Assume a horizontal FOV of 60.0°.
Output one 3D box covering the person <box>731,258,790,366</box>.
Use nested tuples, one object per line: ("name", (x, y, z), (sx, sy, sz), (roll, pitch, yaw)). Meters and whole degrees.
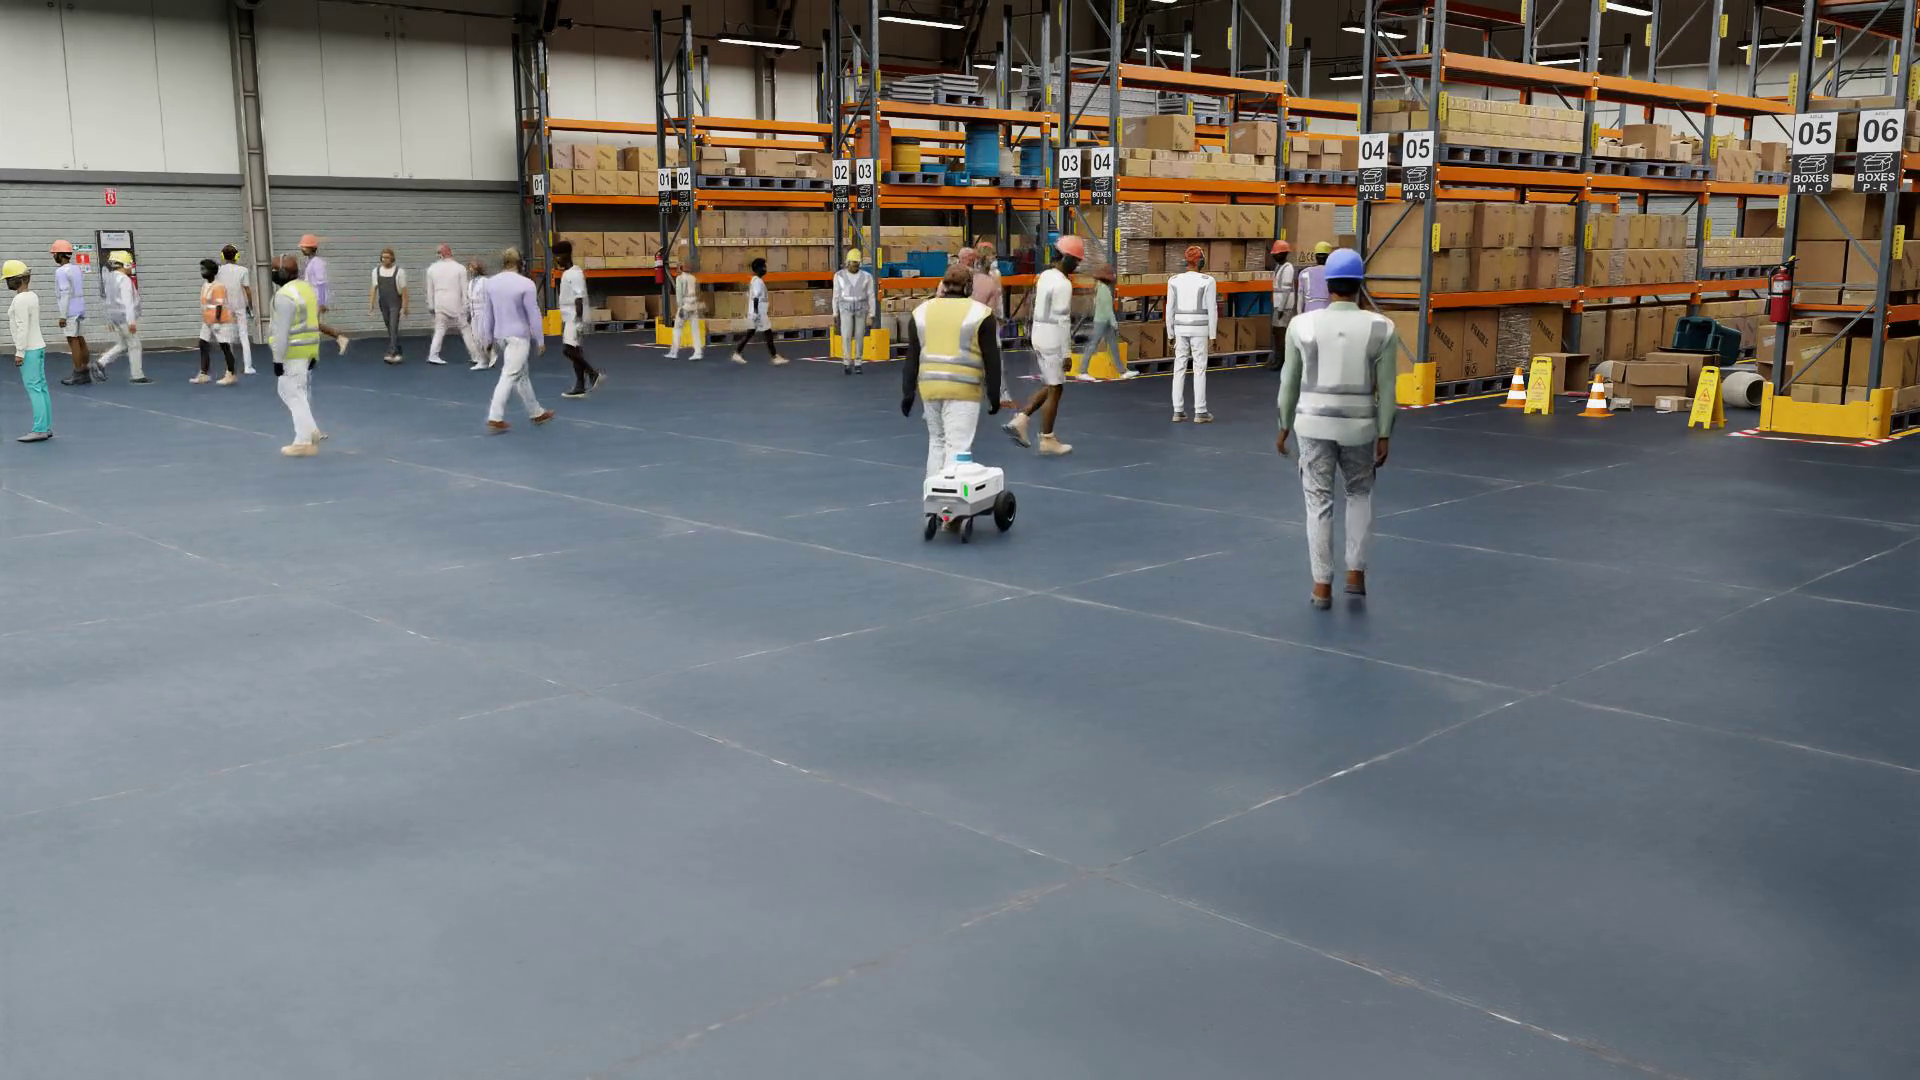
("person", (-3.131, -3.519, 25.668), (0.894, 1.653, 0.540), (-2, 11, -11))

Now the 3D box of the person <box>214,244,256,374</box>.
("person", (-10.532, -3.342, 24.121), (0.538, 1.869, 0.313), (-3, 11, -17))

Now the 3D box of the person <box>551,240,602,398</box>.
("person", (-4.765, -2.713, 20.494), (0.514, 1.938, 0.729), (-5, 12, -25))

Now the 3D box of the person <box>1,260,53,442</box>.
("person", (-9.140, -1.849, 16.281), (0.320, 1.762, 0.522), (-3, 11, -15))

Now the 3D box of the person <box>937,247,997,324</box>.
("person", (0.068, -2.146, 17.574), (0.650, 1.883, 0.822), (-1, 10, -7))

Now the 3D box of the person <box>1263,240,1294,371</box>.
("person", (4.769, -3.500, 24.837), (0.413, 1.923, 0.573), (-1, 10, -5))

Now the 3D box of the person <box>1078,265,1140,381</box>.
("person", (2.037, -2.986, 22.962), (0.857, 1.581, 0.517), (2, 11, 13))

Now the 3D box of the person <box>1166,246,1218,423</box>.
("person", (2.504, -2.220, 17.963), (0.578, 1.882, 0.346), (7, 12, 32))

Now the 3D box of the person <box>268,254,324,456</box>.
("person", (-6.096, -1.685, 15.192), (0.452, 1.828, 0.656), (0, 10, -2))

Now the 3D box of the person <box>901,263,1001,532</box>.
("person", (-0.055, -0.984, 11.446), (0.632, 1.819, 0.463), (5, 12, 26))

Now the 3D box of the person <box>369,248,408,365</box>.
("person", (-8.937, -3.656, 26.059), (0.517, 1.798, 0.959), (1, 10, 5))

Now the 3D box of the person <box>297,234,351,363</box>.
("person", (-10.136, -3.831, 26.377), (0.741, 2.020, 0.626), (-6, 12, -28))

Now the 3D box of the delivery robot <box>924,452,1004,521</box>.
("delivery robot", (0.030, -0.354, 11.271), (0.477, 0.478, 0.707), (4, 11, 22))

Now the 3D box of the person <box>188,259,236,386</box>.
("person", (-10.035, -2.890, 22.153), (0.552, 1.671, 0.683), (10, 14, 42))

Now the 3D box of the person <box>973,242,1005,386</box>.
("person", (0.305, -3.044, 22.370), (0.771, 1.921, 0.549), (10, 15, 44))

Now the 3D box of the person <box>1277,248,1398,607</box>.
("person", (2.043, -0.616, 9.086), (0.617, 1.930, 0.560), (2, 11, 9))

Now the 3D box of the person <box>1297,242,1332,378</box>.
("person", (4.700, -2.928, 21.746), (0.591, 1.918, 0.402), (3, 11, 17))

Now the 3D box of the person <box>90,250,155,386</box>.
("person", (-11.233, -2.954, 22.198), (0.610, 1.809, 0.658), (10, 14, 44))

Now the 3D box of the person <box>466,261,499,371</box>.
("person", (-7.161, -3.336, 24.745), (0.534, 1.623, 0.370), (9, 14, 42))

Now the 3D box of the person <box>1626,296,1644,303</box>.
("person", (14.533, -5.558, 35.894), (0.464, 1.975, 0.631), (0, 10, 1))

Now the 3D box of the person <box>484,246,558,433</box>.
("person", (-4.576, -2.073, 17.159), (0.651, 1.886, 1.045), (6, 12, 30))

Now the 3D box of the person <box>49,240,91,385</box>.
("person", (-12.045, -3.078, 22.490), (0.370, 1.939, 0.543), (-1, 10, -4))

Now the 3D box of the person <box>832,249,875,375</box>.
("person", (-1.529, -3.288, 24.045), (0.619, 1.788, 0.845), (-1, 10, -7))

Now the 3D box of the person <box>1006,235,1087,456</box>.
("person", (0.835, -1.761, 15.120), (0.597, 2.007, 0.657), (-3, 11, -16))

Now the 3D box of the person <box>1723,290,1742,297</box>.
("person", (17.235, -5.713, 37.115), (0.548, 1.844, 0.719), (-2, 11, -12))

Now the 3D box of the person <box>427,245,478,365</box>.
("person", (-7.954, -3.678, 26.015), (0.699, 1.862, 0.735), (2, 11, 10))

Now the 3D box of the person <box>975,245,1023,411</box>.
("person", (0.194, -2.444, 19.181), (1.009, 1.900, 0.648), (4, 11, 22))

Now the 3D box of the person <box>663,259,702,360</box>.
("person", (-4.464, -3.700, 26.754), (0.756, 1.604, 0.542), (6, 12, 28))
